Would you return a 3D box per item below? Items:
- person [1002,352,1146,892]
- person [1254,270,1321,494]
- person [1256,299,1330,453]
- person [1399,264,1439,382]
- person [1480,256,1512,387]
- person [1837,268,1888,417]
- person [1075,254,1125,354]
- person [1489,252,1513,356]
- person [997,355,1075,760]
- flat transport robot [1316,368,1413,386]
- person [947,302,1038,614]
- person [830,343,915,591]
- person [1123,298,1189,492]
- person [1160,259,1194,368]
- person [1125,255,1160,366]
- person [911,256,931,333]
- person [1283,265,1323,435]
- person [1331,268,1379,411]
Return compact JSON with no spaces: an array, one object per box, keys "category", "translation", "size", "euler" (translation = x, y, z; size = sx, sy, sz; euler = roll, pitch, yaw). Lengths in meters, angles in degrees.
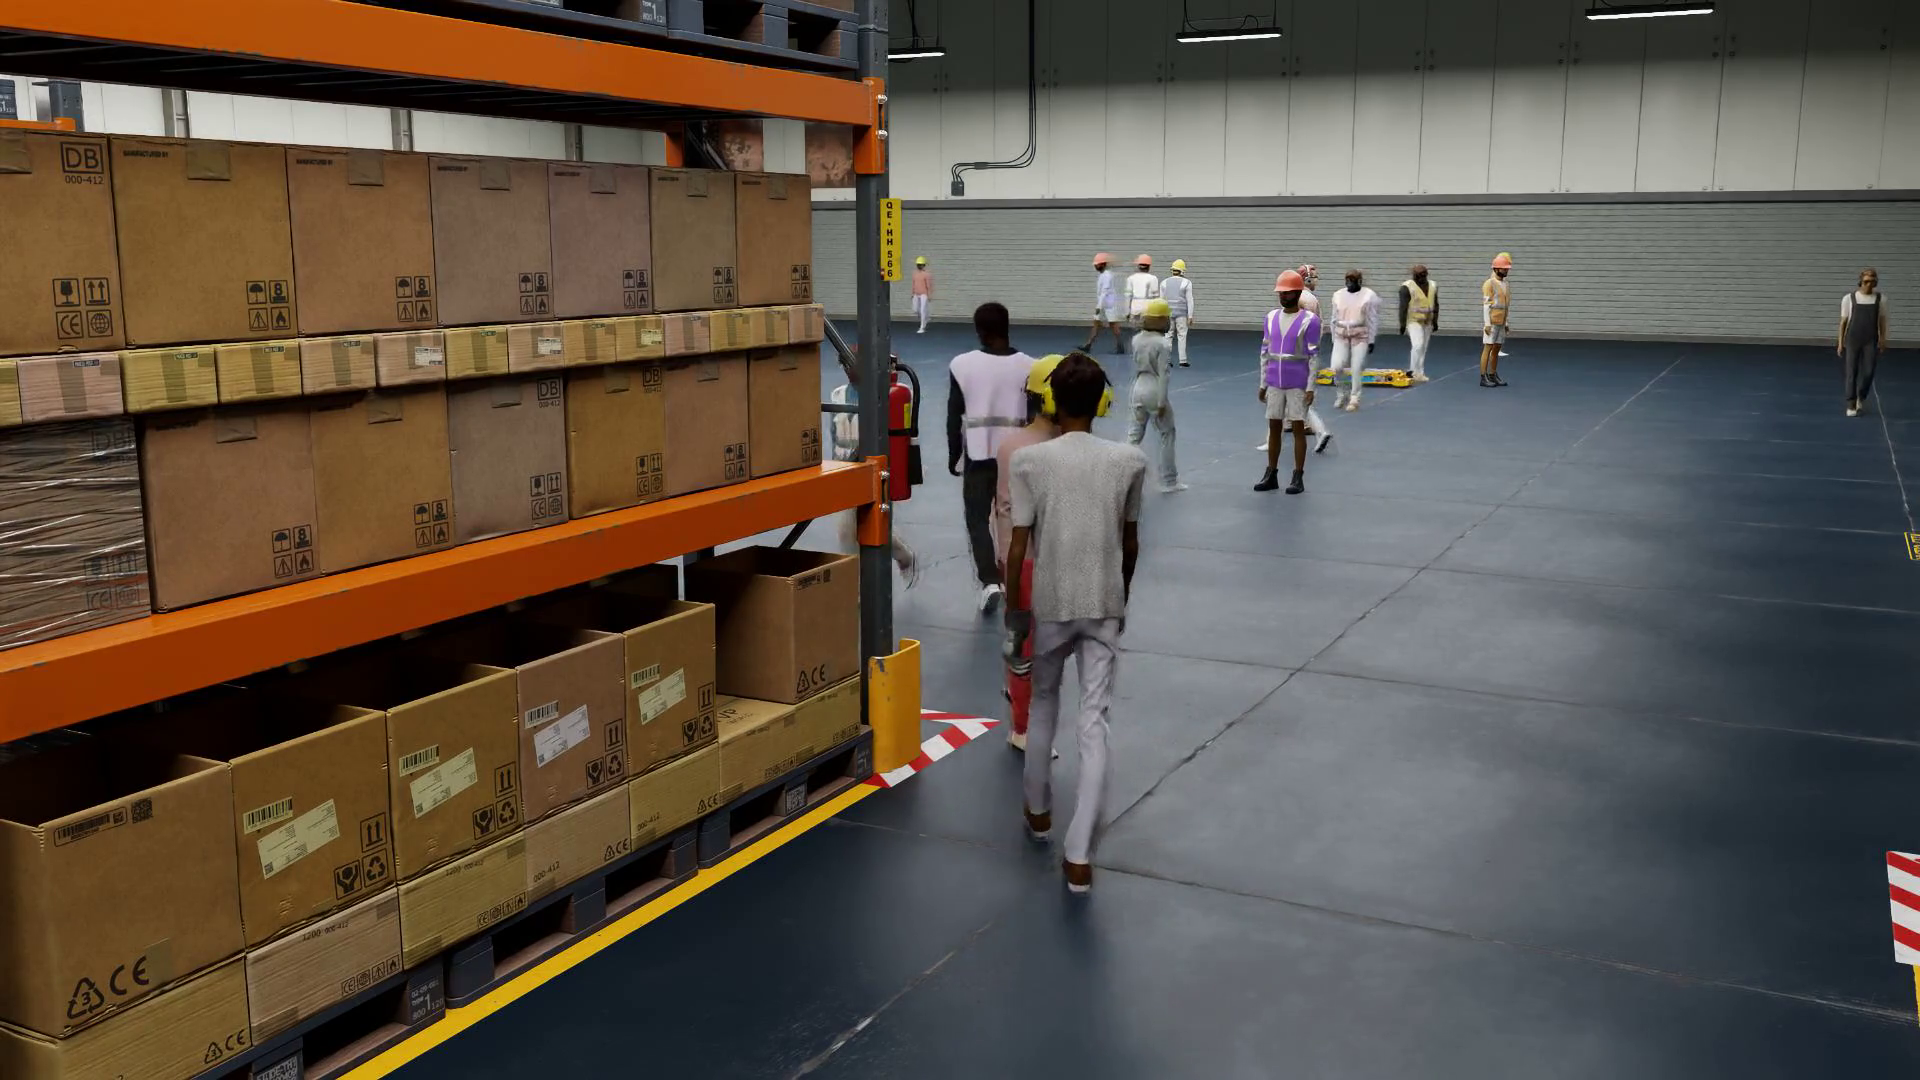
[{"category":"person","translation":[0.395,0.252,5.936],"size":[0.497,1.826,0.883],"euler":[0,10,1]},{"category":"person","translation":[2.851,-1.371,14.498],"size":[0.542,1.939,0.365],"euler":[8,13,37]},{"category":"person","translation":[3.450,-1.689,17.123],"size":[0.533,1.616,0.737],"euler":[-10,14,-43]},{"category":"person","translation":[7.037,-3.312,25.469],"size":[0.612,1.803,0.535],"euler":[-5,11,-25]},{"category":"person","translation":[7.974,-3.239,24.682],"size":[0.542,1.939,0.361],"euler":[-8,13,-38]},{"category":"person","translation":[11.207,-2.454,20.697],"size":[0.524,1.836,0.462],"euler":[4,11,22]},{"category":"person","translation":[2.666,-4.430,31.338],"size":[0.983,1.879,0.590],"euler":[-2,11,-8]},{"category":"person","translation":[10.084,-4.400,31.046],"size":[0.382,1.924,0.594],"euler":[0,10,0]},{"category":"person","translation":[0.364,0.076,7.125],"size":[0.572,1.746,0.431],"euler":[-10,14,-43]},{"category":"flat transport robot","translation":[6.040,-2.456,24.967],"size":[1.431,0.197,0.652],"euler":[4,11,21]},{"category":"person","translation":[0.219,-0.513,10.062],"size":[0.580,1.850,0.959],"euler":[-2,11,-12]},{"category":"person","translation":[-0.537,-0.393,10.027],"size":[0.526,1.617,0.569],"euler":[7,13,35]},{"category":"person","translation":[1.624,-1.237,14.398],"size":[0.822,1.710,0.487],"euler":[-9,13,-39]},{"category":"person","translation":[3.673,-3.819,28.135],"size":[0.599,1.830,0.403],"euler":[6,12,30]},{"category":"person","translation":[3.202,-3.957,28.711],"size":[0.552,1.893,0.941],"euler":[7,12,33]},{"category":"person","translation":[-0.889,-5.637,38.248],"size":[0.550,1.750,0.418],"euler":[8,13,36]},{"category":"person","translation":[3.885,-2.139,18.779],"size":[0.409,1.908,0.639],"euler":[-3,11,-18]},{"category":"person","translation":[5.013,-2.549,21.241],"size":[0.628,1.829,0.447],"euler":[6,12,29]}]
